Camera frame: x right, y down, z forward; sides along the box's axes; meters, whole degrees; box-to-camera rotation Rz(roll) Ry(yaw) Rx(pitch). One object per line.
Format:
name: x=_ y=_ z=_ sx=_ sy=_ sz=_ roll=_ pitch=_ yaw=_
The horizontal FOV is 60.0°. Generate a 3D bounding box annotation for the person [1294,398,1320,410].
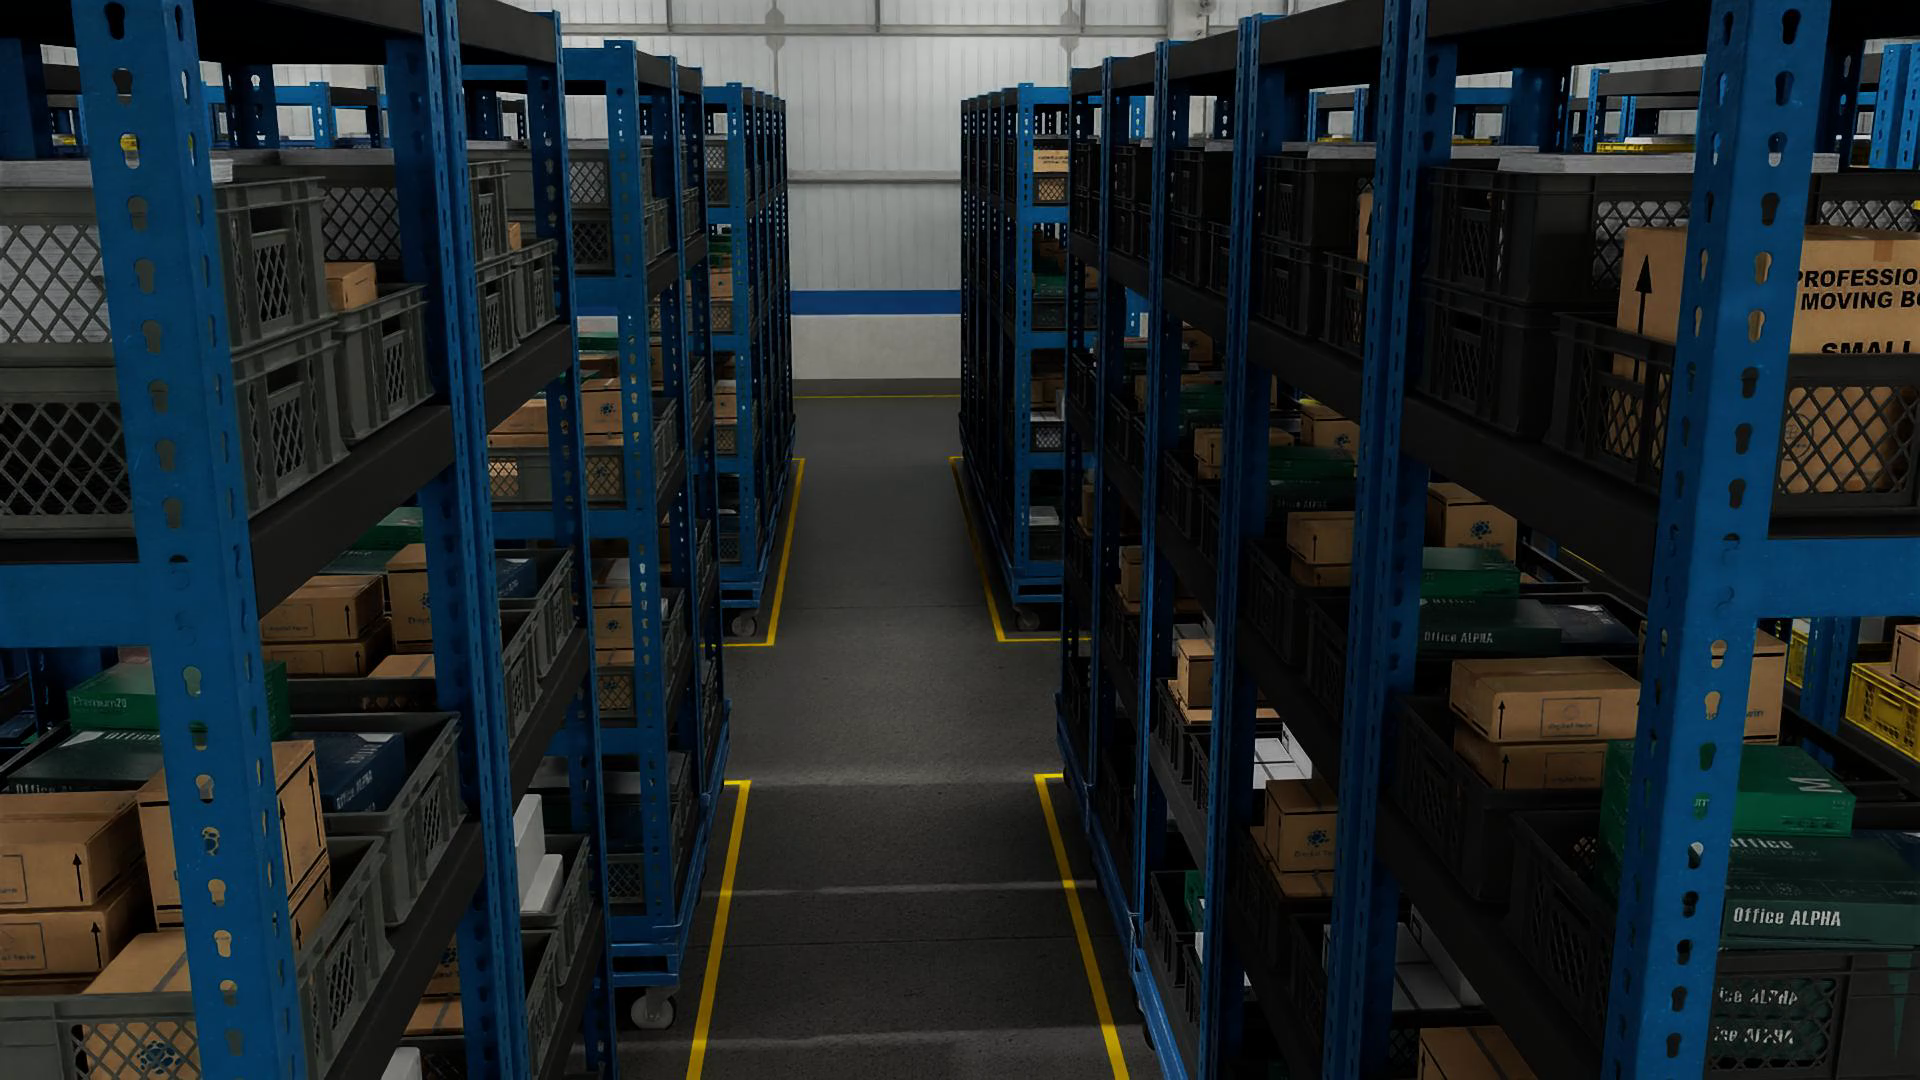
person: x=1.946 y=0.085 z=9.622 sx=0.590 sy=1.835 sz=0.404 roll=-9 pitch=17 yaw=-33
